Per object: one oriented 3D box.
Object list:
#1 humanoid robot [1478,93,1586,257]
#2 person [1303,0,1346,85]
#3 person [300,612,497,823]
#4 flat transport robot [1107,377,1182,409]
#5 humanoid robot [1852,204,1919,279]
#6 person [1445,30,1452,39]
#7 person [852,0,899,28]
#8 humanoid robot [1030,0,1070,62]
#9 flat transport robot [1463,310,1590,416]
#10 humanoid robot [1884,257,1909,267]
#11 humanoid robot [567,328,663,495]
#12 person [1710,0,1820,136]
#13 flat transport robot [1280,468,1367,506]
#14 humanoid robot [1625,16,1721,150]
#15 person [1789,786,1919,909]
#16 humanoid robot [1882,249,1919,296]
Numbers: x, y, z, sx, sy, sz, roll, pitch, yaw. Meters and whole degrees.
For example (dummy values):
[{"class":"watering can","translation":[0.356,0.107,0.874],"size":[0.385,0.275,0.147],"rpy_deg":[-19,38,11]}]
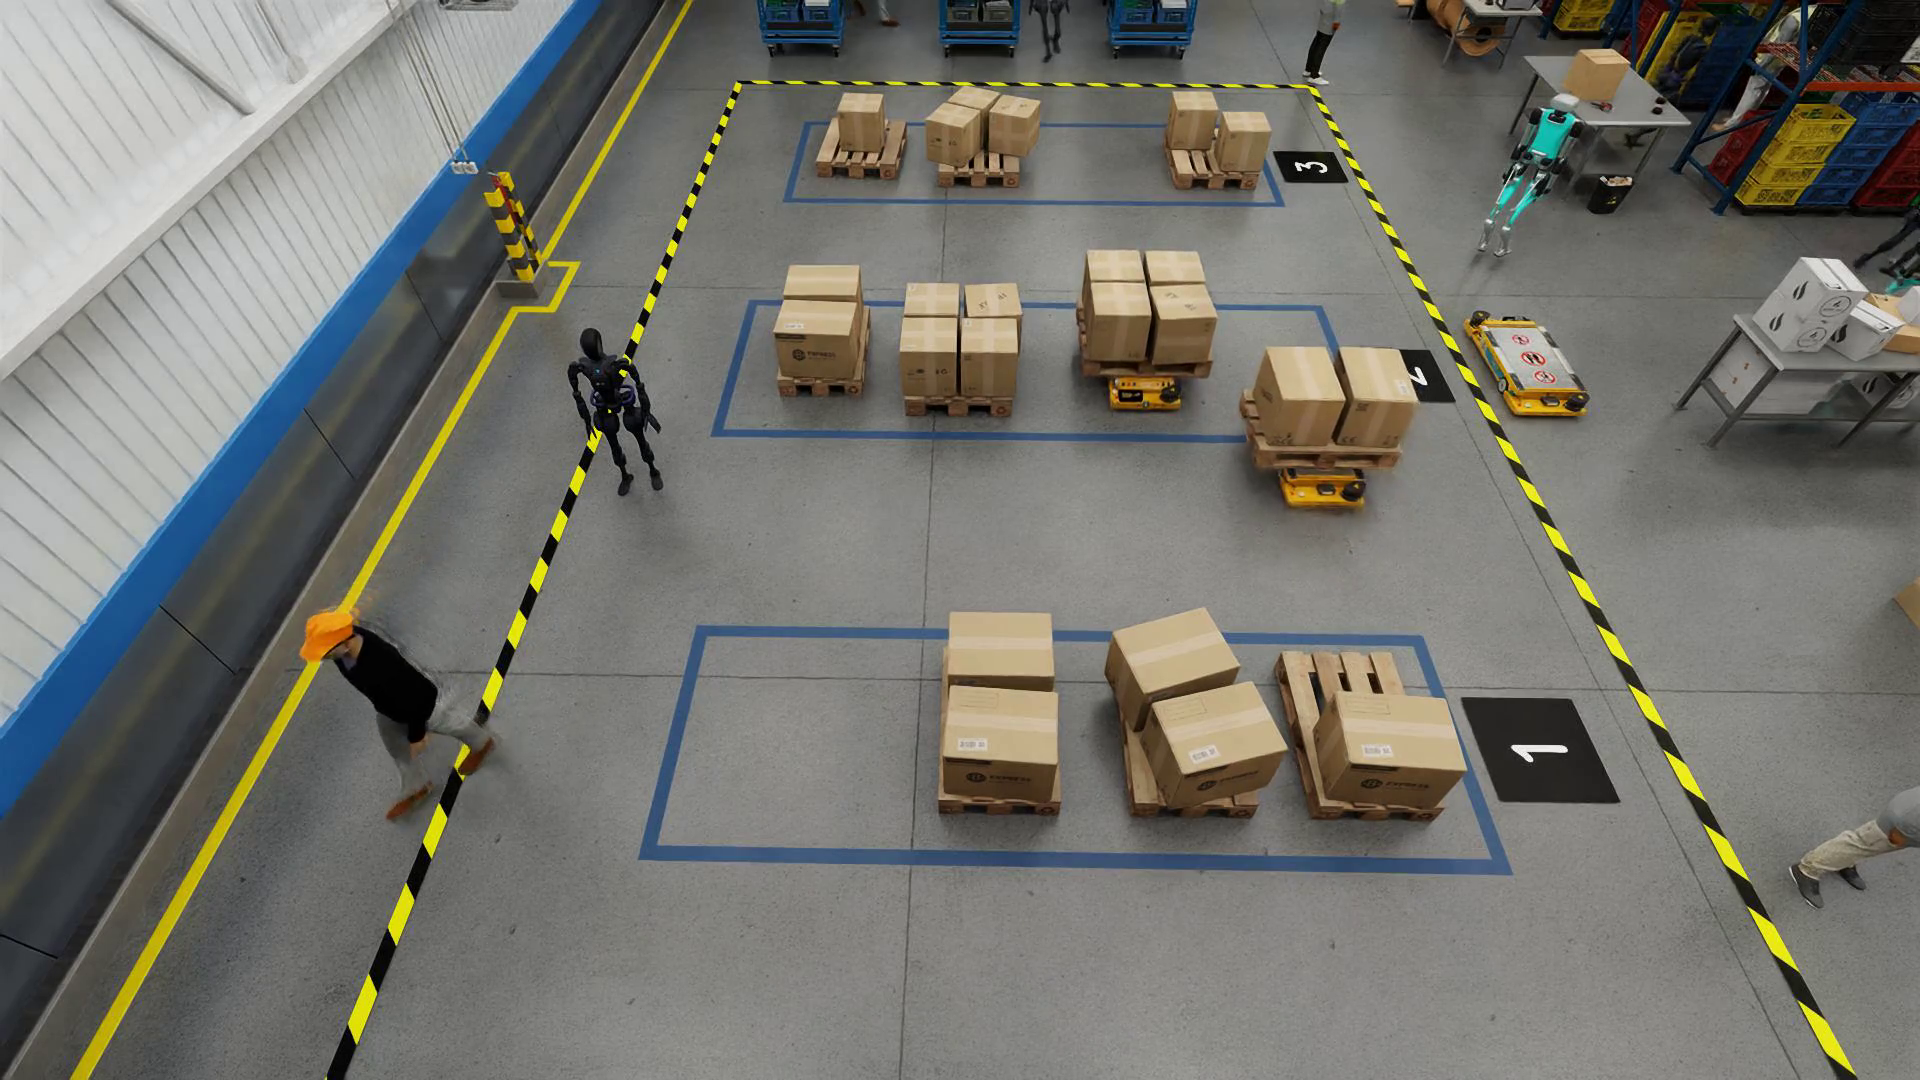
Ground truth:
[{"class":"humanoid robot","translation":[5.983,-3.807,9.768],"size":[0.735,1.677,0.533],"rpy_deg":[-35,58,-27]},{"class":"person","translation":[5.269,-7.443,12.929],"size":[0.383,1.852,0.588],"rpy_deg":[0,49,0]},{"class":"person","translation":[-3.467,1.089,5.537],"size":[0.593,1.853,0.880],"rpy_deg":[22,53,18]},{"class":"flat transport robot","translation":[1.774,-1.847,9.114],"size":[0.652,0.197,1.431],"rpy_deg":[1,49,1]},{"class":"humanoid robot","translation":[10.347,-3.523,9.656],"size":[0.615,1.644,0.482],"rpy_deg":[4,49,4]},{"class":"person","translation":[7.952,-8.777,14.014],"size":[0.365,1.958,0.597],"rpy_deg":[15,51,13]},{"class":"person","translation":[-1.360,-9.067,14.291],"size":[0.686,1.917,0.631],"rpy_deg":[6,49,6]},{"class":"humanoid robot","translation":[1.334,-8.001,13.535],"size":[0.611,1.633,0.434],"rpy_deg":[6,49,5]},{"class":"flat transport robot","translation":[5.573,-1.757,9.054],"size":[0.659,0.231,1.431],"rpy_deg":[1,49,1]},{"class":"humanoid robot","translation":[10.772,-3.551,9.629],"size":[0.555,1.773,0.741],"rpy_deg":[-30,55,-23]},{"class":"humanoid robot","translation":[-2.786,-1.031,7.482],"size":[0.599,1.659,0.315],"rpy_deg":[-7,50,-6]},{"class":"person","translation":[10.513,-6.220,11.877],"size":[0.620,1.845,0.431],"rpy_deg":[-26,54,-21]},{"class":"flat transport robot","translation":[3.153,-0.890,8.285],"size":[0.652,0.197,1.431],"rpy_deg":[1,49,1]},{"class":"humanoid robot","translation":[8.924,-5.737,11.570],"size":[0.487,1.649,0.611],"rpy_deg":[5,49,4]},{"class":"person","translation":[5.485,1.558,5.192],"size":[0.560,1.768,0.400],"rpy_deg":[-13,50,-11]},{"class":"humanoid robot","translation":[9.369,-2.574,8.858],"size":[0.547,1.885,0.801],"rpy_deg":[26,54,21]}]
